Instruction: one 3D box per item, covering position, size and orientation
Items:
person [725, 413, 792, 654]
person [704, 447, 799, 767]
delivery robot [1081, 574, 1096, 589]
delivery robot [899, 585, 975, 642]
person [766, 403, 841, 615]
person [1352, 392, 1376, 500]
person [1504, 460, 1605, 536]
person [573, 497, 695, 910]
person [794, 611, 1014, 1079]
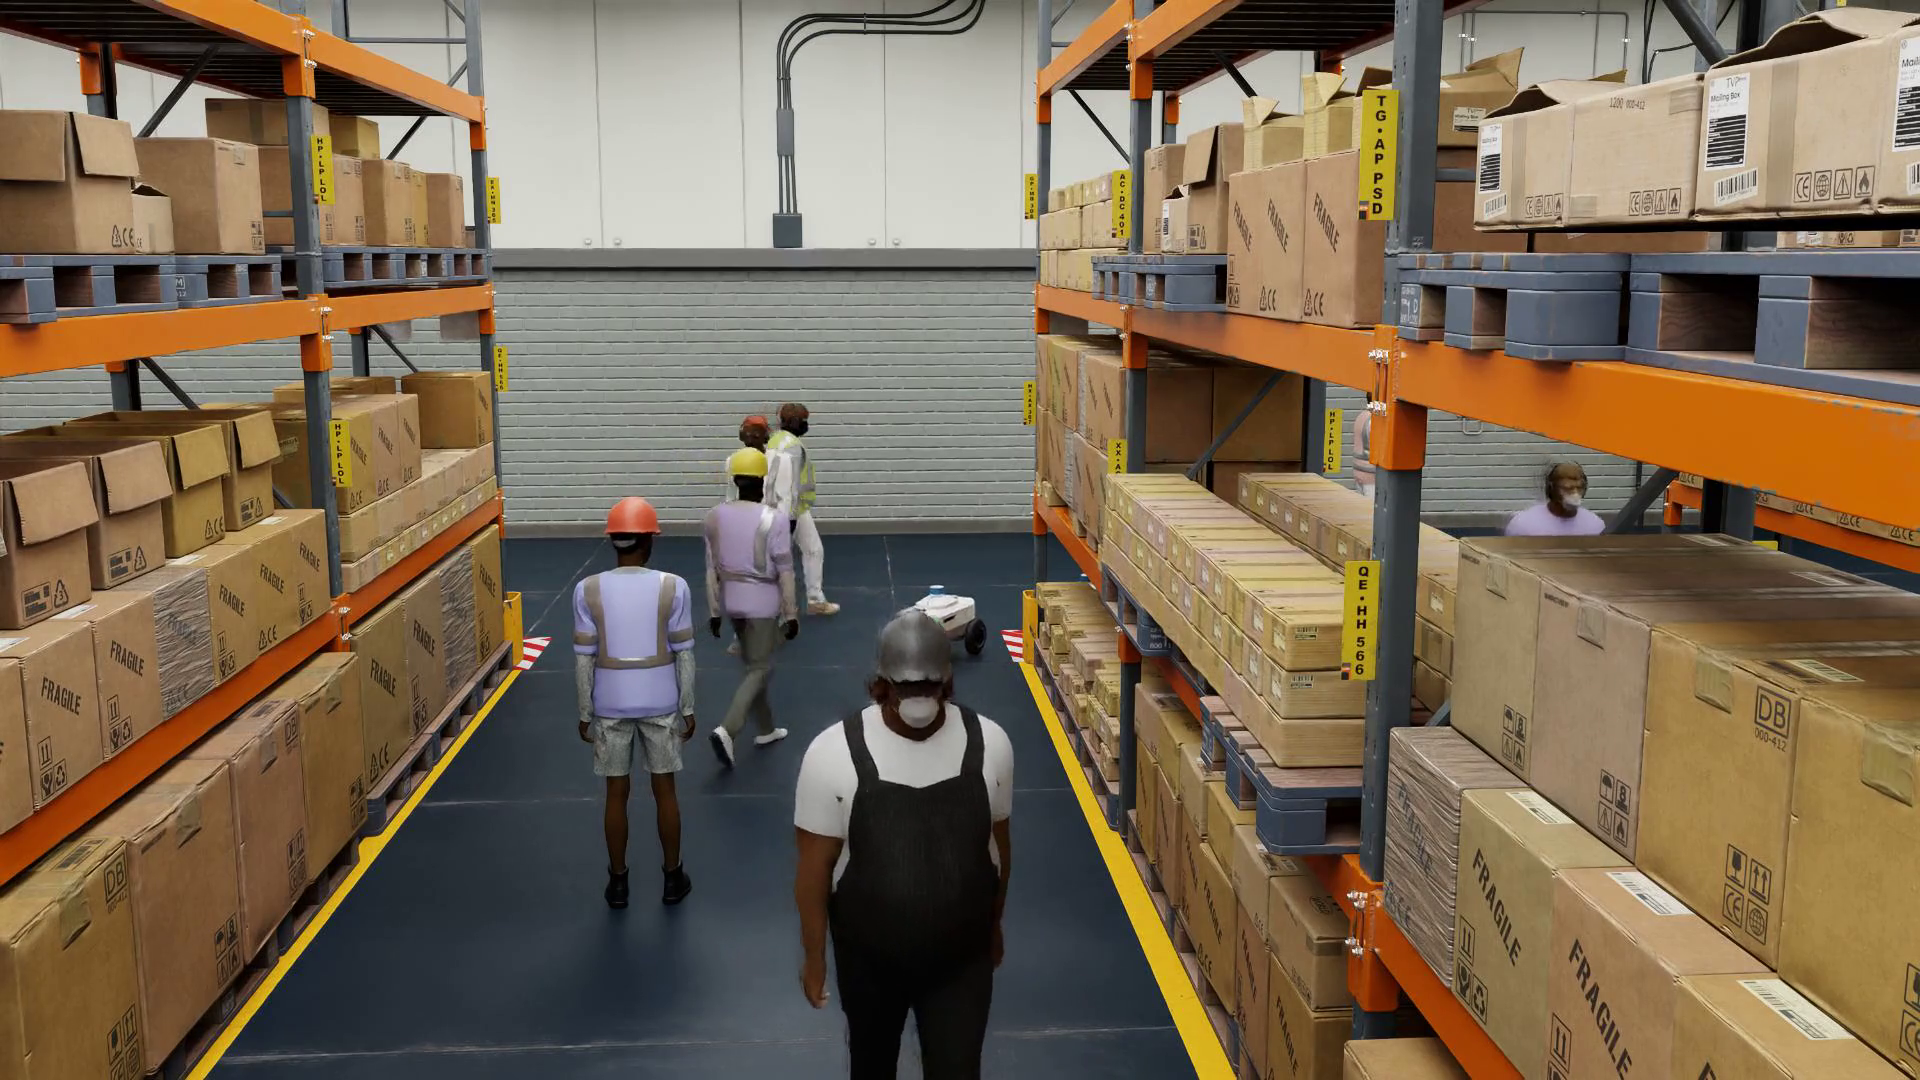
[{"bbox_3d":[-1.538,-0.048,12.738,0.591,1.863,0.514,4,10,21],"label":"person"},{"bbox_3d":[-1.292,0.390,10.046,0.593,1.901,0.855,5,11,28],"label":"person"},{"bbox_3d":[0.996,0.508,13.048,0.707,0.478,0.477,-7,12,-35],"label":"delivery robot"},{"bbox_3d":[-0.172,0.588,12.577,0.477,0.478,0.707,5,11,27],"label":"delivery robot"},{"bbox_3d":[-1.328,-0.251,14.059,0.762,1.815,0.651,-4,10,-22],"label":"person"},{"bbox_3d":[3.960,-0.562,15.841,0.429,1.844,0.625,-1,10,-4],"label":"person"},{"bbox_3d":[3.419,0.485,9.545,0.632,1.884,1.033,-1,10,-6],"label":"person"},{"bbox_3d":[-1.516,0.760,7.792,0.551,1.928,0.377,-1,10,-9],"label":"person"},{"bbox_3d":[-0.162,1.147,5.189,0.691,2.000,1.033,-1,10,-8],"label":"person"}]
